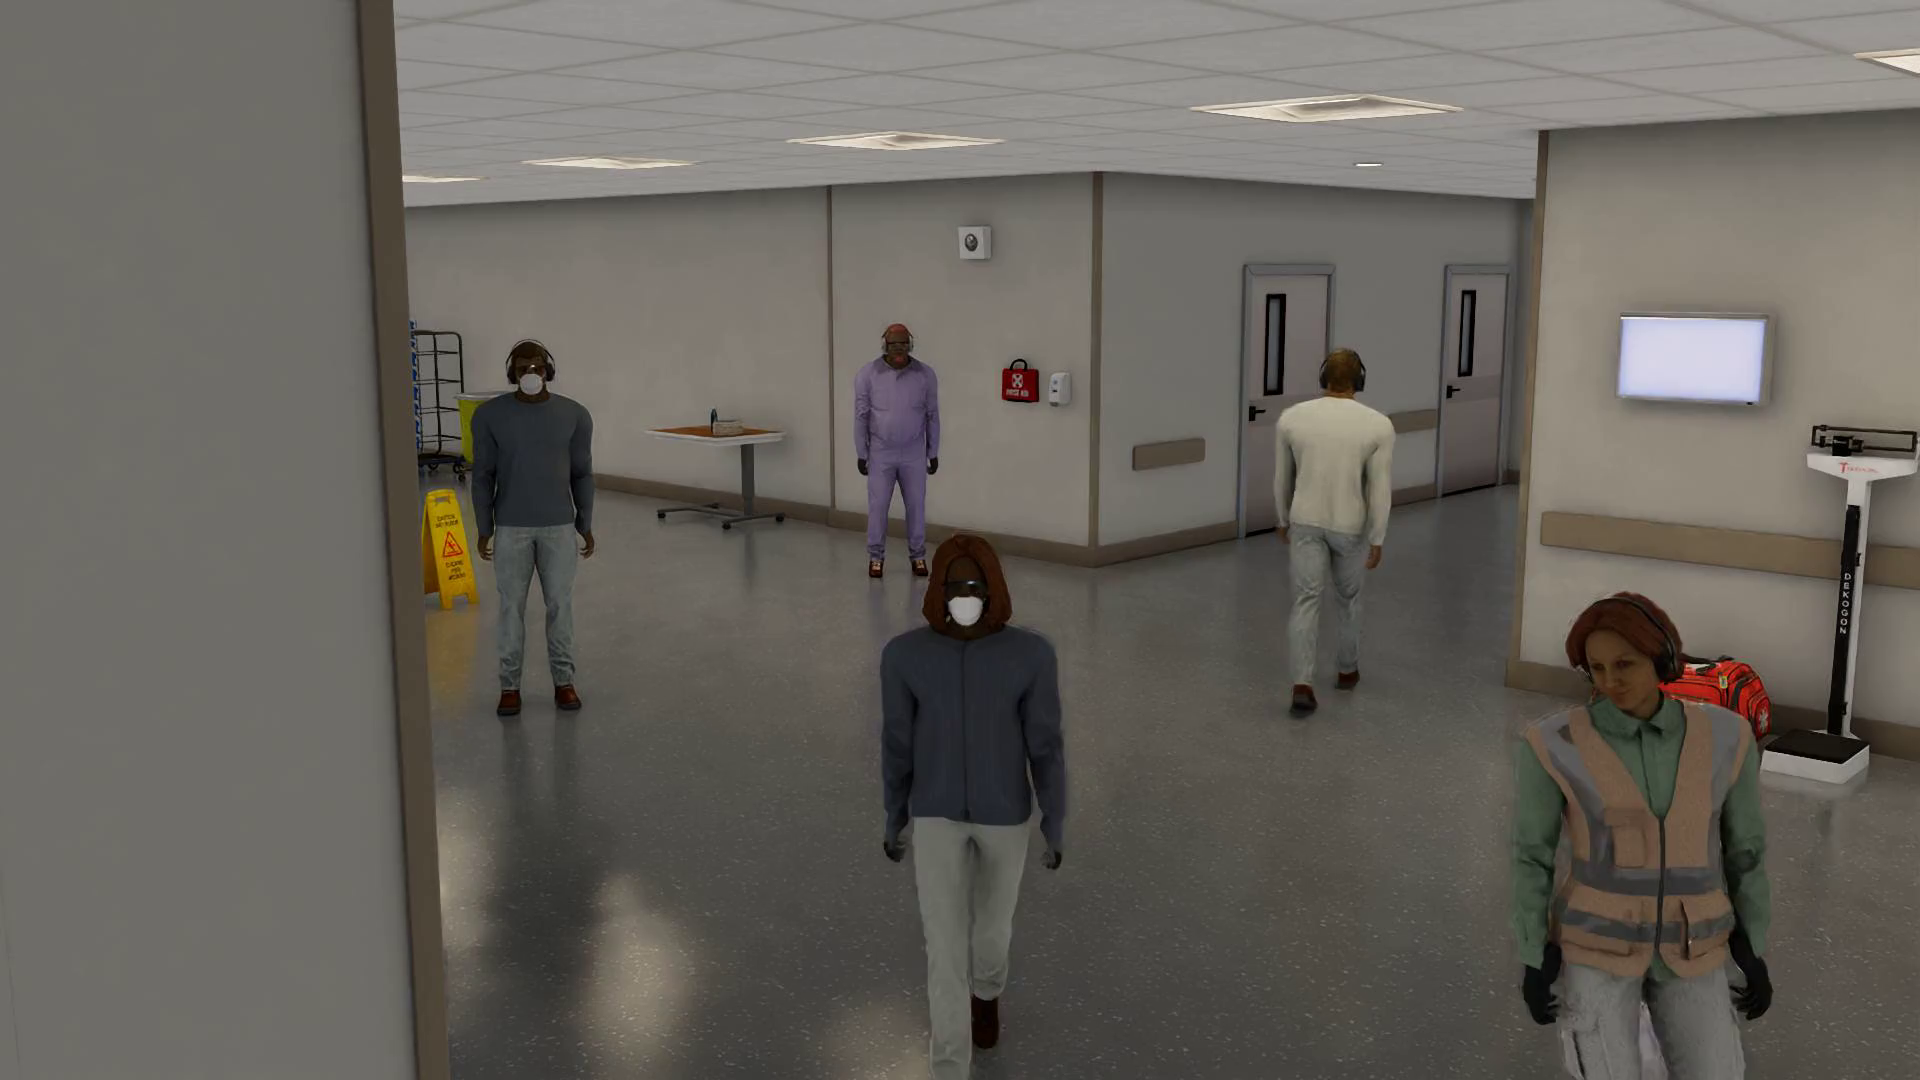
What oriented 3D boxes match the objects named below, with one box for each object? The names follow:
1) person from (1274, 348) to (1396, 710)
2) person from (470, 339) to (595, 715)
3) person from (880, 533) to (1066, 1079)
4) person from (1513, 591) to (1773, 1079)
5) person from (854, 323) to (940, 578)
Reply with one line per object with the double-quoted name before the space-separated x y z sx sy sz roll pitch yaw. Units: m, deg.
"person" 1.960 -0.067 8.801 0.634 1.896 1.001 3 10 18
"person" -2.201 -0.067 8.631 0.627 1.941 0.370 -3 10 -18
"person" 0.036 0.758 4.634 0.510 1.593 0.833 0 9 -1
"person" 1.476 0.910 3.626 0.543 1.612 0.515 0 9 3
"person" -0.463 -0.662 12.421 0.646 1.900 0.399 -2 9 -10
